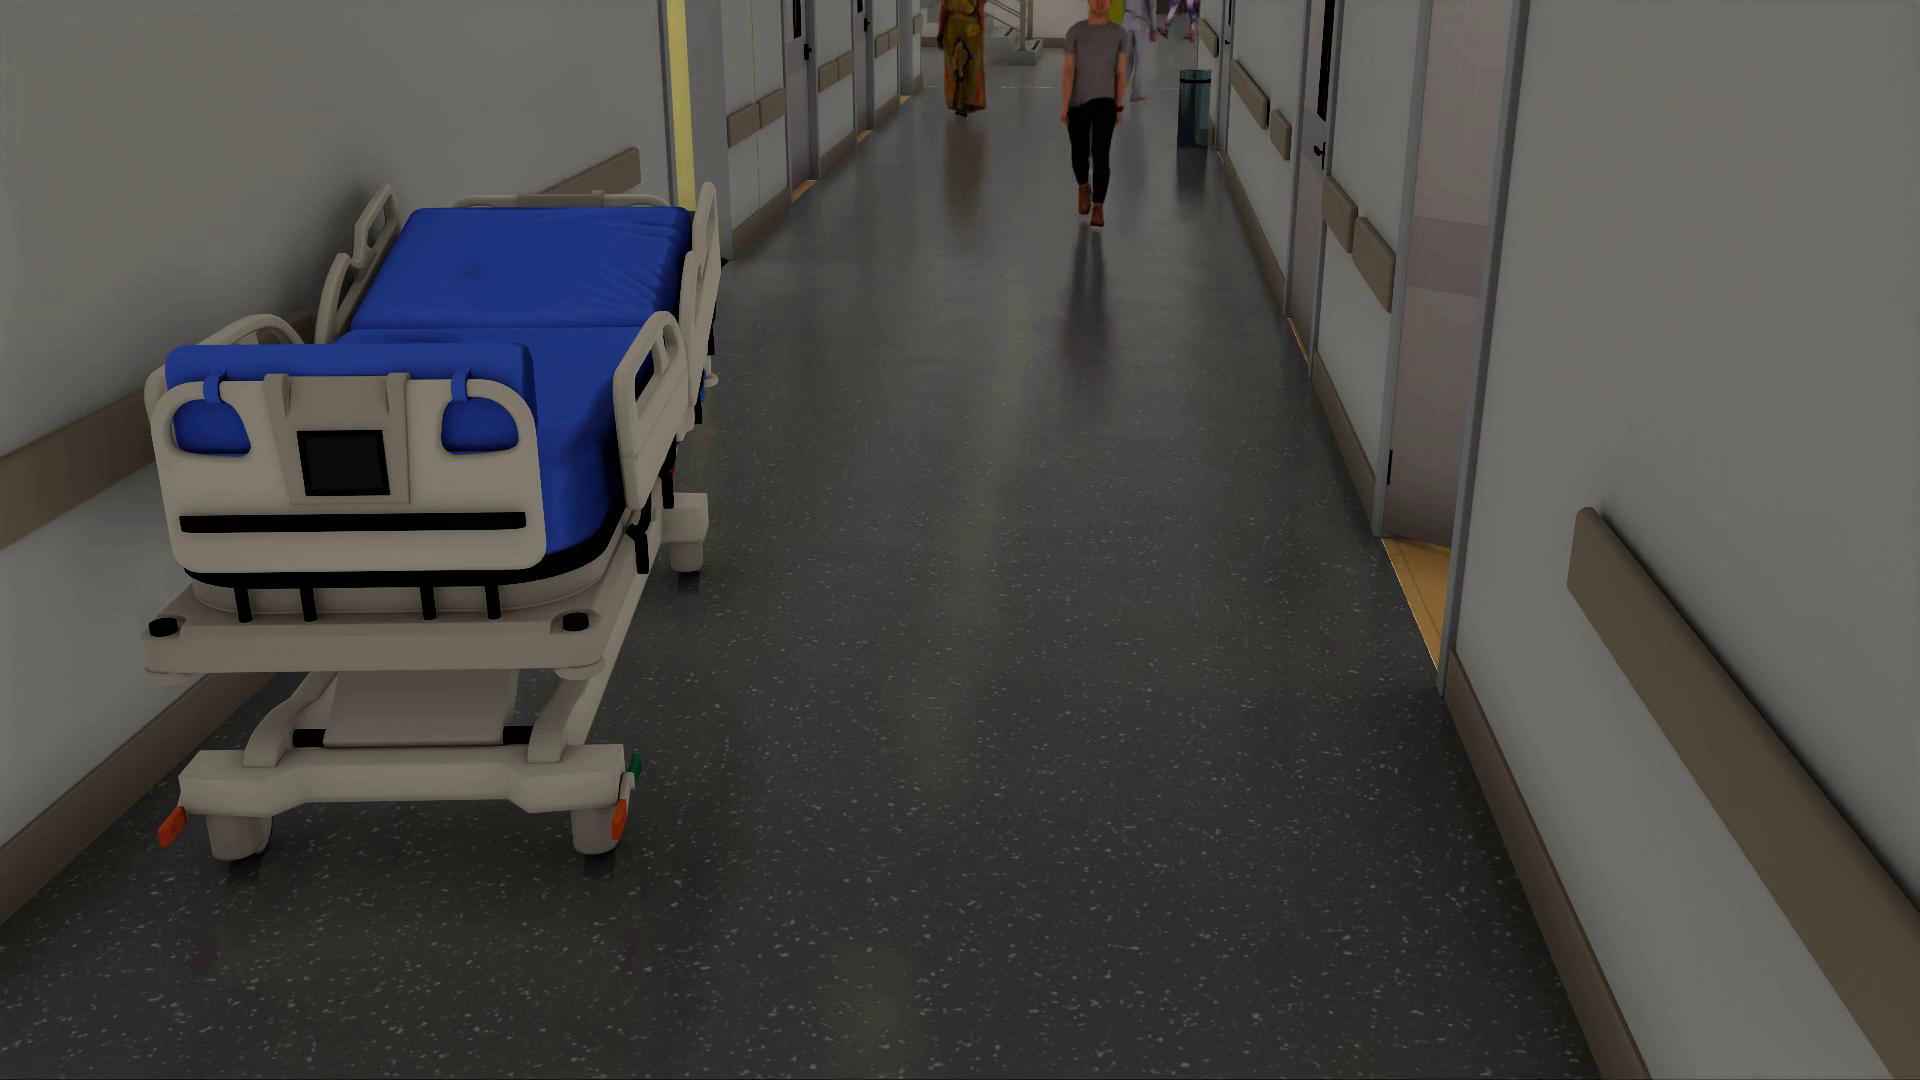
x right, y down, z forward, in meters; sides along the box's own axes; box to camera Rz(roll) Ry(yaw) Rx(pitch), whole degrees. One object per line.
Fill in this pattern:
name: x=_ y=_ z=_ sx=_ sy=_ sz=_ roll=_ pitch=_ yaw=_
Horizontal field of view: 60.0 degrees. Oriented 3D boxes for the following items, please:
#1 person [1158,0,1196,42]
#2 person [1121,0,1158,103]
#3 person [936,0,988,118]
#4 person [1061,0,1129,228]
person: x=3.907 y=-9.416 z=28.491 sx=1.133 sy=1.721 sz=1.088 roll=-12 pitch=24 yaw=-28
person: x=2.030 y=-6.022 z=19.531 sx=0.835 sy=1.719 sz=0.898 roll=16 pitch=26 yaw=37
person: x=0.050 y=-5.453 z=18.161 sx=1.013 sy=1.625 sz=0.872 roll=4 pitch=21 yaw=11
person: x=0.950 y=-3.134 z=11.942 sx=1.036 sy=1.693 sz=0.704 roll=3 pitch=21 yaw=8
